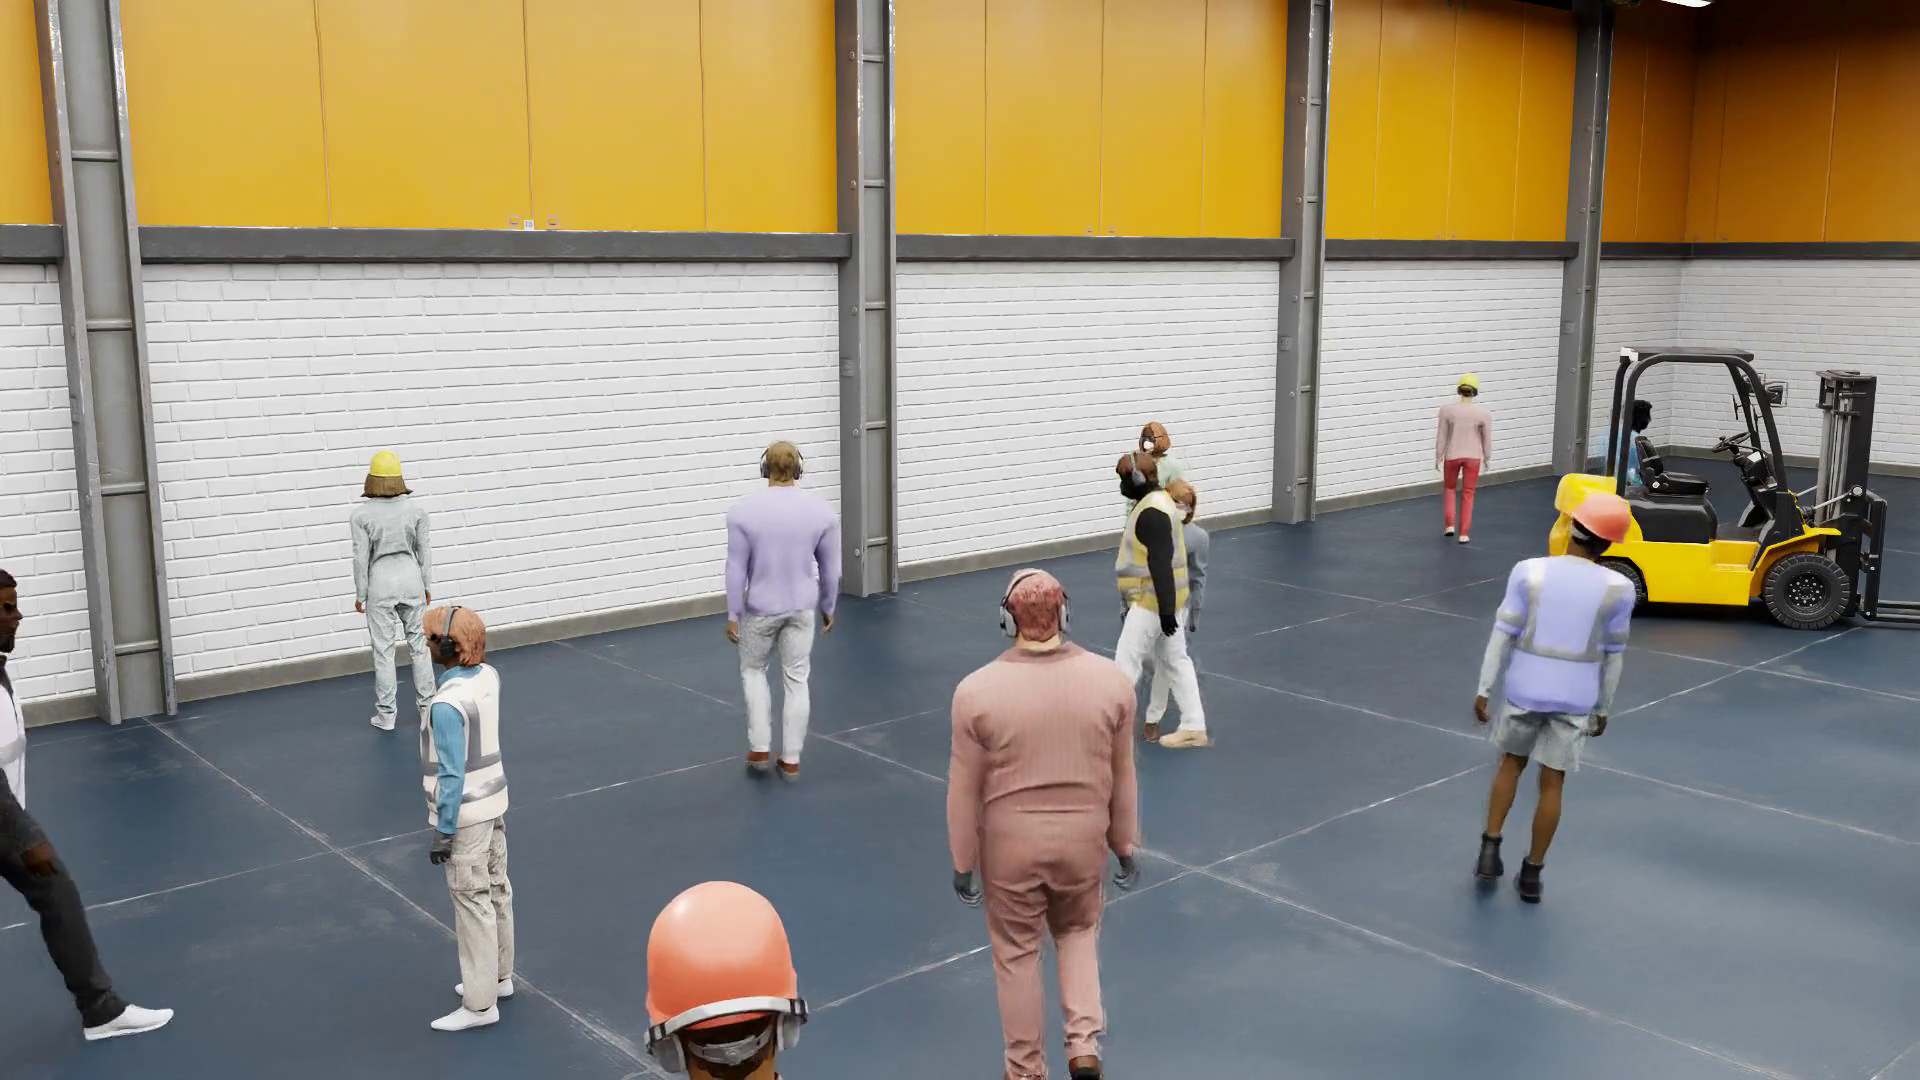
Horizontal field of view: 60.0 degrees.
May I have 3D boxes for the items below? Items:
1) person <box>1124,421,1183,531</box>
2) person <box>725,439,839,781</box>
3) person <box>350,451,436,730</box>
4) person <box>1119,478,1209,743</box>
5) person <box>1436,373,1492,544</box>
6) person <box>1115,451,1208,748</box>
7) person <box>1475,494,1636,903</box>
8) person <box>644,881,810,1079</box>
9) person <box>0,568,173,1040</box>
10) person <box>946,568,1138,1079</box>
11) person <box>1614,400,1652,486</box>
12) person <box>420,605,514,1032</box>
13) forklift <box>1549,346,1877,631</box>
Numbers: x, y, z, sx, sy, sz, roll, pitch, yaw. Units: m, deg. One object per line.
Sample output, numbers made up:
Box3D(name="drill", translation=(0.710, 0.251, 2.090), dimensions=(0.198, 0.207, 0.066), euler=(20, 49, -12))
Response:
Box3D(name="person", translation=(1.543, -0.136, 13.324), dimensions=(0.498, 1.634, 0.281), euler=(7, 12, 35))
Box3D(name="person", translation=(-1.017, 0.387, 9.393), dimensions=(0.668, 1.930, 0.534), euler=(-3, 10, -17))
Box3D(name="person", translation=(-3.541, 0.310, 10.393), dimensions=(0.483, 1.745, 0.299), euler=(-6, 11, -32))
Box3D(name="person", translation=(1.274, 0.396, 10.265), dimensions=(0.526, 1.605, 0.642), euler=(3, 10, 20))
Box3D(name="person", translation=(5.194, -0.845, 17.144), dimensions=(0.546, 1.747, 0.547), euler=(4, 10, 20))
Box3D(name="person", translation=(1.068, 0.369, 9.938), dimensions=(0.939, 1.781, 0.682), euler=(2, 10, 10))
Box3D(name="person", translation=(2.708, 0.719, 7.603), dimensions=(0.654, 1.881, 0.418), euler=(4, 10, 20))
Box3D(name="person", translation=(-0.342, 1.509, 2.643), dimensions=(0.618, 1.989, 0.392), euler=(-9, 13, -41))
Box3D(name="person", translation=(-3.529, 1.011, 5.982), dimensions=(1.040, 1.862, 0.592), euler=(-3, 10, -18))
Box3D(name="person", translation=(0.276, 1.034, 5.711), dimensions=(0.677, 1.890, 0.430), euler=(-2, 10, -10))
Box3D(name="person", translation=(5.970, -0.403, 14.743), dimensions=(0.604, 1.679, 0.538), euler=(0, 10, -1))
Box3D(name="person", translation=(-1.883, 1.051, 6.356), dimensions=(0.310, 1.642, 0.514), euler=(0, 10, 2))
Box3D(name="forklift", translation=(6.109, -0.478, 13.691), dimensions=(2.313, 2.155, 1.214), euler=(3, 10, 16))
